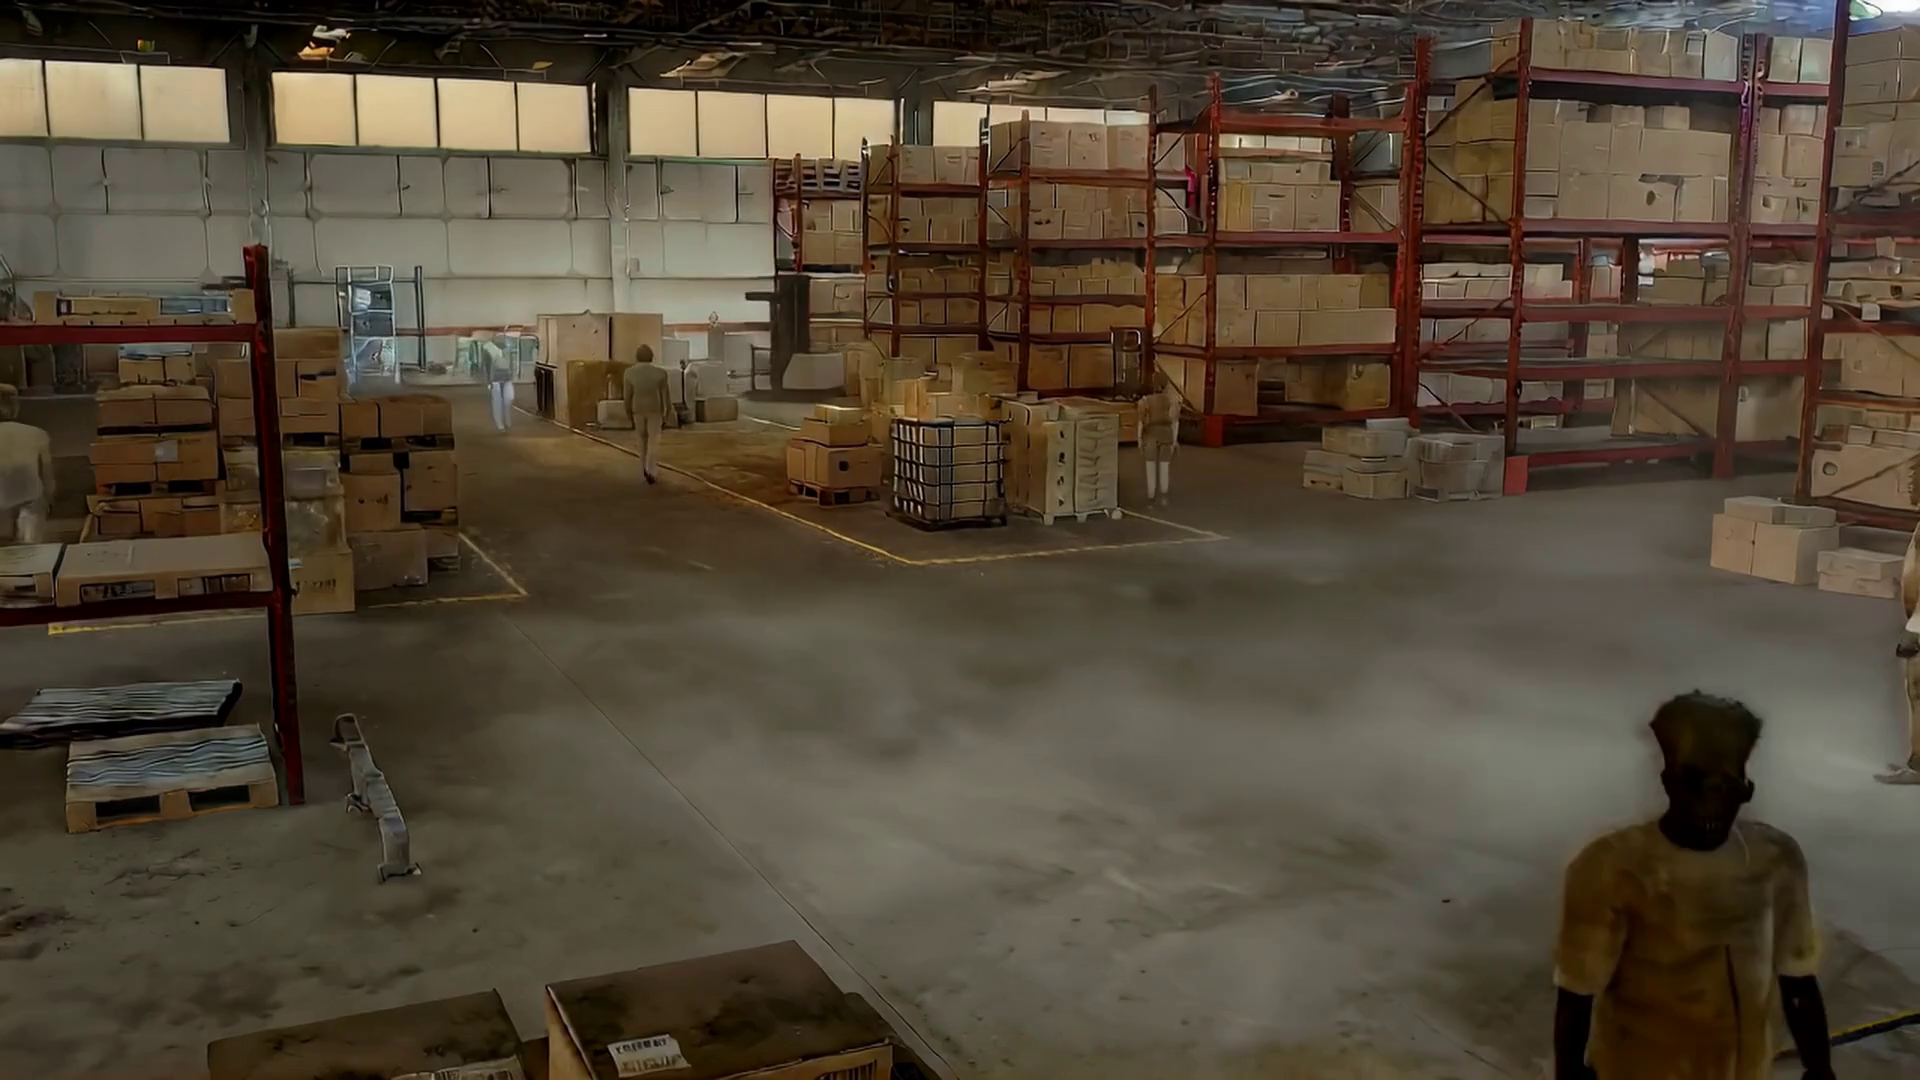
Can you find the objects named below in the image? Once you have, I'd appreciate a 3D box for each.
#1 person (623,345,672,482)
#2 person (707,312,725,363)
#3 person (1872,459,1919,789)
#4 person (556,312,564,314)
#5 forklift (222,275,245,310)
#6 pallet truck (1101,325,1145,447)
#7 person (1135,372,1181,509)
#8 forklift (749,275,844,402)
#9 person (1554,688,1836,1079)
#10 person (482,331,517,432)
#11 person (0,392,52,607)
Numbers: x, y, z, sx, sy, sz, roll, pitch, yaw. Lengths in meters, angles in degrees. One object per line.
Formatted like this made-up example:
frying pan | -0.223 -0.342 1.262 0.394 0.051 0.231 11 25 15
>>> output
person | -4.353 -1.767 23.122 0.633 1.899 1.007 0 9 1
person | -5.501 -4.124 37.412 0.380 1.995 0.611 3 10 20
person | 5.397 0.465 9.327 0.328 1.874 0.517 9 13 44
person | -9.652 -4.555 40.265 0.355 1.939 0.543 0 9 -1
forklift | -16.227 -4.658 37.989 1.129 2.768 1.873 0 9 0
pallet truck | 2.881 -2.596 27.923 0.823 1.965 1.885 -1 9 -7
person | 2.439 -1.244 20.564 0.551 1.664 0.810 0 9 3
forklift | -3.654 -4.524 37.157 1.873 2.768 1.129 3 10 20
person | 1.750 1.299 3.963 0.610 1.928 0.878 -2 9 -13
person | -8.325 -2.866 30.141 0.630 1.828 0.455 -9 13 -43
person | -7.994 -0.307 14.099 0.622 1.893 1.058 -8 12 -40
